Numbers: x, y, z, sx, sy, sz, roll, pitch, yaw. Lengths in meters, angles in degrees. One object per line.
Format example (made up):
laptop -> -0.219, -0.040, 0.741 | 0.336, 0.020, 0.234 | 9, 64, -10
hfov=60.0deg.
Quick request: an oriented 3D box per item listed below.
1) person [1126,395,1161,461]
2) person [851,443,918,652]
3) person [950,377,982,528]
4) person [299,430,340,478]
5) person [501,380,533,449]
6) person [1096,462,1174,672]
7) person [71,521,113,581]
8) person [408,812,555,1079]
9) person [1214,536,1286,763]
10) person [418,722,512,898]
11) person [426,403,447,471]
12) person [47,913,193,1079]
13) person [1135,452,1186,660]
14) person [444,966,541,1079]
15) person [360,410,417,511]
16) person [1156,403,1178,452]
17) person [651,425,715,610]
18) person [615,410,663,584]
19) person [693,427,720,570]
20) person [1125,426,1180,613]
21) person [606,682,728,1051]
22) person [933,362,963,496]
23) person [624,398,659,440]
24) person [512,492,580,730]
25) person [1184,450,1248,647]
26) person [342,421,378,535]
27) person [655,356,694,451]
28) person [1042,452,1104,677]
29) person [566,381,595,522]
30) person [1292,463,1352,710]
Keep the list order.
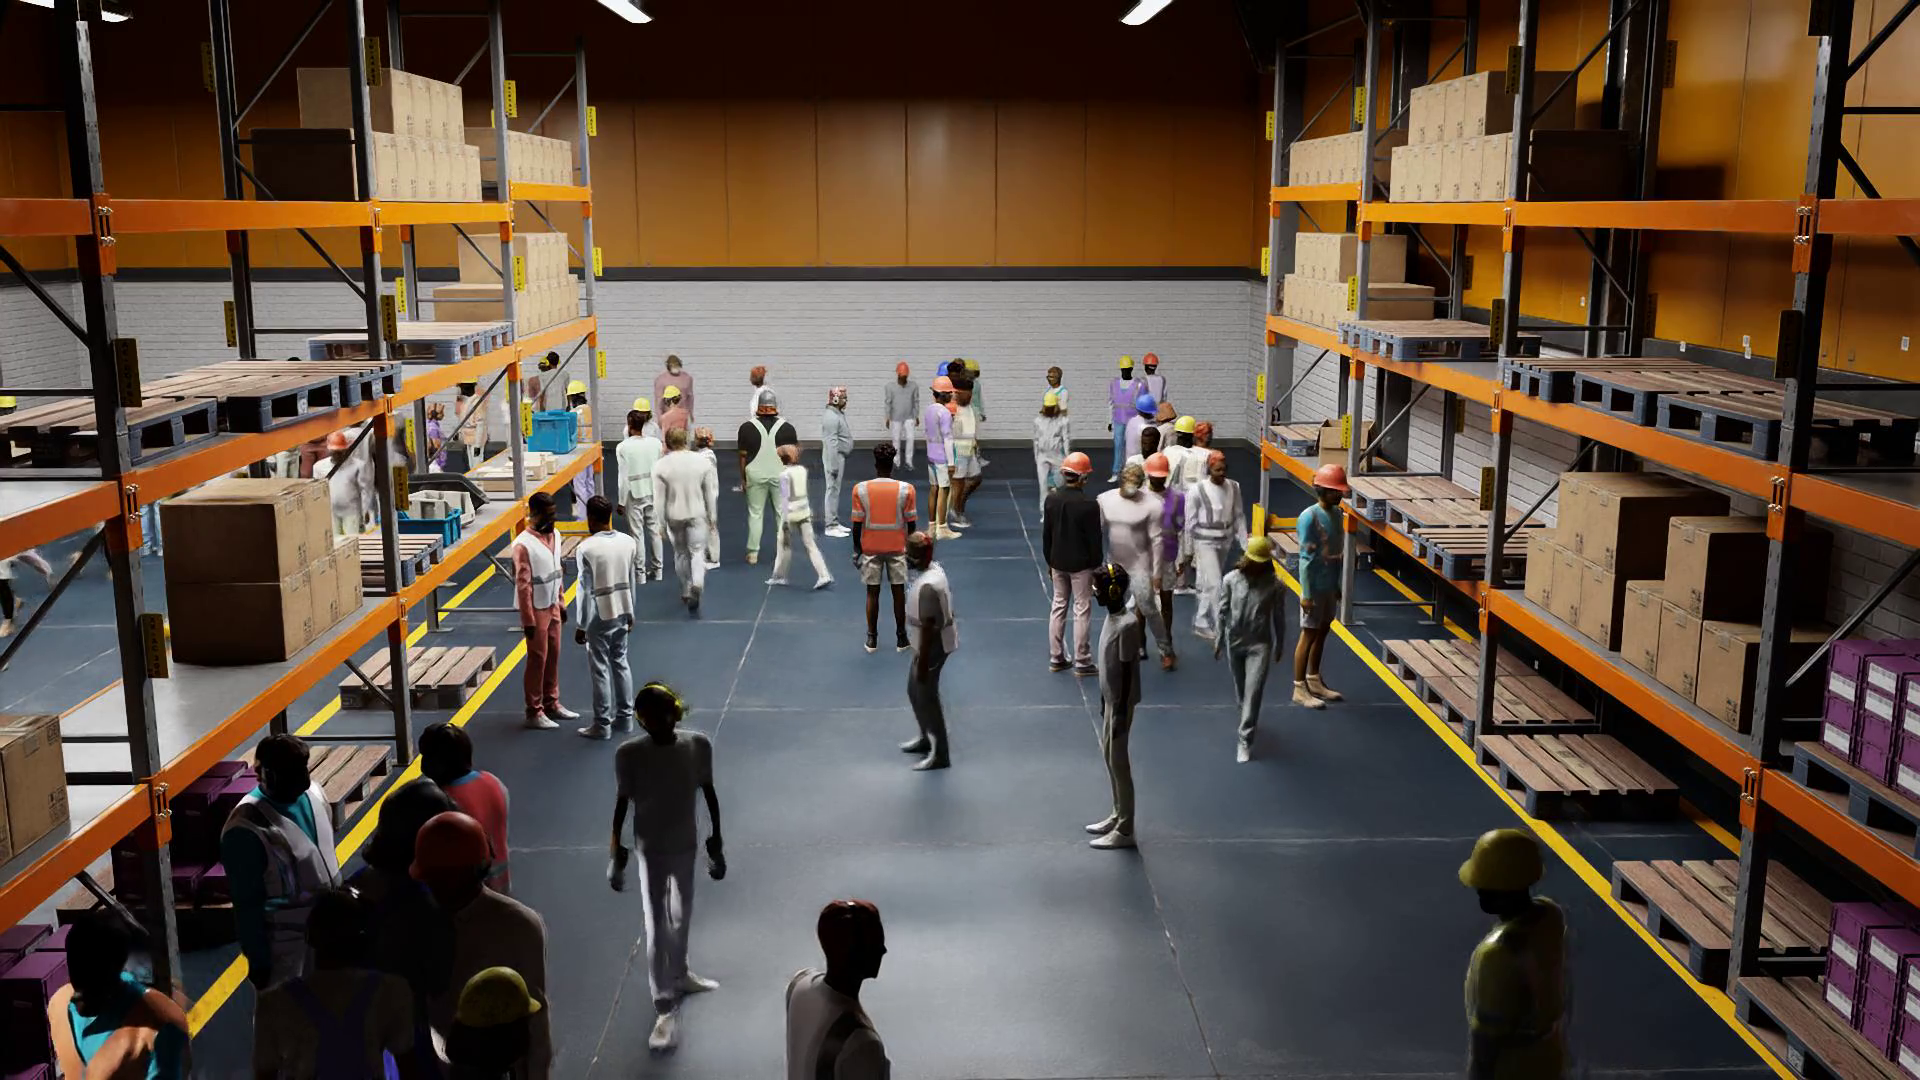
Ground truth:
person -> 2.205, -0.836, 20.215 | 0.399, 1.903, 0.708 | -2, 11, -10
person -> -0.699, 0.071, 15.460 | 0.613, 1.963, 0.361 | 0, 11, -1
person -> 0.033, -1.139, 21.550 | 0.415, 1.947, 0.647 | 8, 14, 35
person -> -8.674, -1.283, 22.398 | 0.639, 1.911, 0.406 | -6, 13, -27
person -> -6.096, -1.323, 22.851 | 0.568, 1.812, 0.620 | 6, 13, 29
person -> 1.490, 0.231, 14.778 | 0.746, 1.933, 0.642 | 8, 14, 36
person -> -9.562, -0.366, 18.405 | 0.662, 1.684, 0.538 | 0, 11, -2
person -> -1.778, 1.934, 6.090 | 0.637, 1.986, 0.414 | 4, 12, 18
person -> 2.227, 0.763, 12.683 | 0.504, 1.698, 0.885 | 4, 12, 20
person -> -2.253, 1.721, 7.550 | 0.434, 1.831, 0.631 | 3, 12, 15
person -> -6.778, -0.967, 21.520 | 0.314, 1.628, 0.527 | -4, 12, -18
person -> -2.772, 2.090, 5.638 | 0.588, 1.860, 0.987 | 5, 12, 22
person -> 1.789, 0.149, 15.184 | 0.549, 1.927, 0.393 | -1, 11, -3
person -> -1.476, 2.203, 5.368 | 0.324, 1.737, 0.490 | -6, 13, -26
person -> -6.995, -0.953, 20.412 | 0.720, 2.000, 0.938 | 1, 11, 7
person -> 2.663, -0.958, 21.488 | 0.279, 1.627, 0.505 | 10, 15, 40
person -> -2.818, -0.215, 17.040 | 0.653, 1.913, 0.788 | -3, 12, -15
person -> -3.513, -0.474, 18.316 | 0.391, 1.918, 0.590 | 10, 15, 42
person -> -2.909, -0.478, 19.034 | 0.310, 1.642, 0.514 | -4, 12, -21
person -> 1.952, -0.218, 17.033 | 0.599, 1.916, 0.375 | 6, 13, 26
person -> -1.462, 1.562, 8.377 | 0.607, 1.832, 0.650 | -6, 13, -27
person -> -0.110, -1.553, 23.616 | 0.608, 1.962, 0.374 | -9, 14, -38
person -> -4.024, -0.946, 21.154 | 0.480, 1.734, 0.330 | -10, 15, -41
person -> -3.325, 0.554, 13.202 | 0.410, 1.908, 0.598 | 3, 12, 15
person -> 2.473, 0.084, 15.676 | 0.580, 1.851, 0.830 | -7, 13, -33
person -> -7.091, -0.684, 19.594 | 0.499, 1.834, 0.555 | 10, 15, 40
person -> -4.339, -1.886, 25.506 | 0.654, 1.879, 0.929 | -6, 13, -26
person -> 1.012, 0.215, 14.673 | 0.622, 1.992, 0.387 | 10, 15, 40
person -> -4.884, -1.096, 21.461 | 0.397, 1.912, 0.592 | 4, 12, 17
person -> 3.014, 0.374, 13.755 | 0.395, 2.038, 0.615 | 9, 14, 37
